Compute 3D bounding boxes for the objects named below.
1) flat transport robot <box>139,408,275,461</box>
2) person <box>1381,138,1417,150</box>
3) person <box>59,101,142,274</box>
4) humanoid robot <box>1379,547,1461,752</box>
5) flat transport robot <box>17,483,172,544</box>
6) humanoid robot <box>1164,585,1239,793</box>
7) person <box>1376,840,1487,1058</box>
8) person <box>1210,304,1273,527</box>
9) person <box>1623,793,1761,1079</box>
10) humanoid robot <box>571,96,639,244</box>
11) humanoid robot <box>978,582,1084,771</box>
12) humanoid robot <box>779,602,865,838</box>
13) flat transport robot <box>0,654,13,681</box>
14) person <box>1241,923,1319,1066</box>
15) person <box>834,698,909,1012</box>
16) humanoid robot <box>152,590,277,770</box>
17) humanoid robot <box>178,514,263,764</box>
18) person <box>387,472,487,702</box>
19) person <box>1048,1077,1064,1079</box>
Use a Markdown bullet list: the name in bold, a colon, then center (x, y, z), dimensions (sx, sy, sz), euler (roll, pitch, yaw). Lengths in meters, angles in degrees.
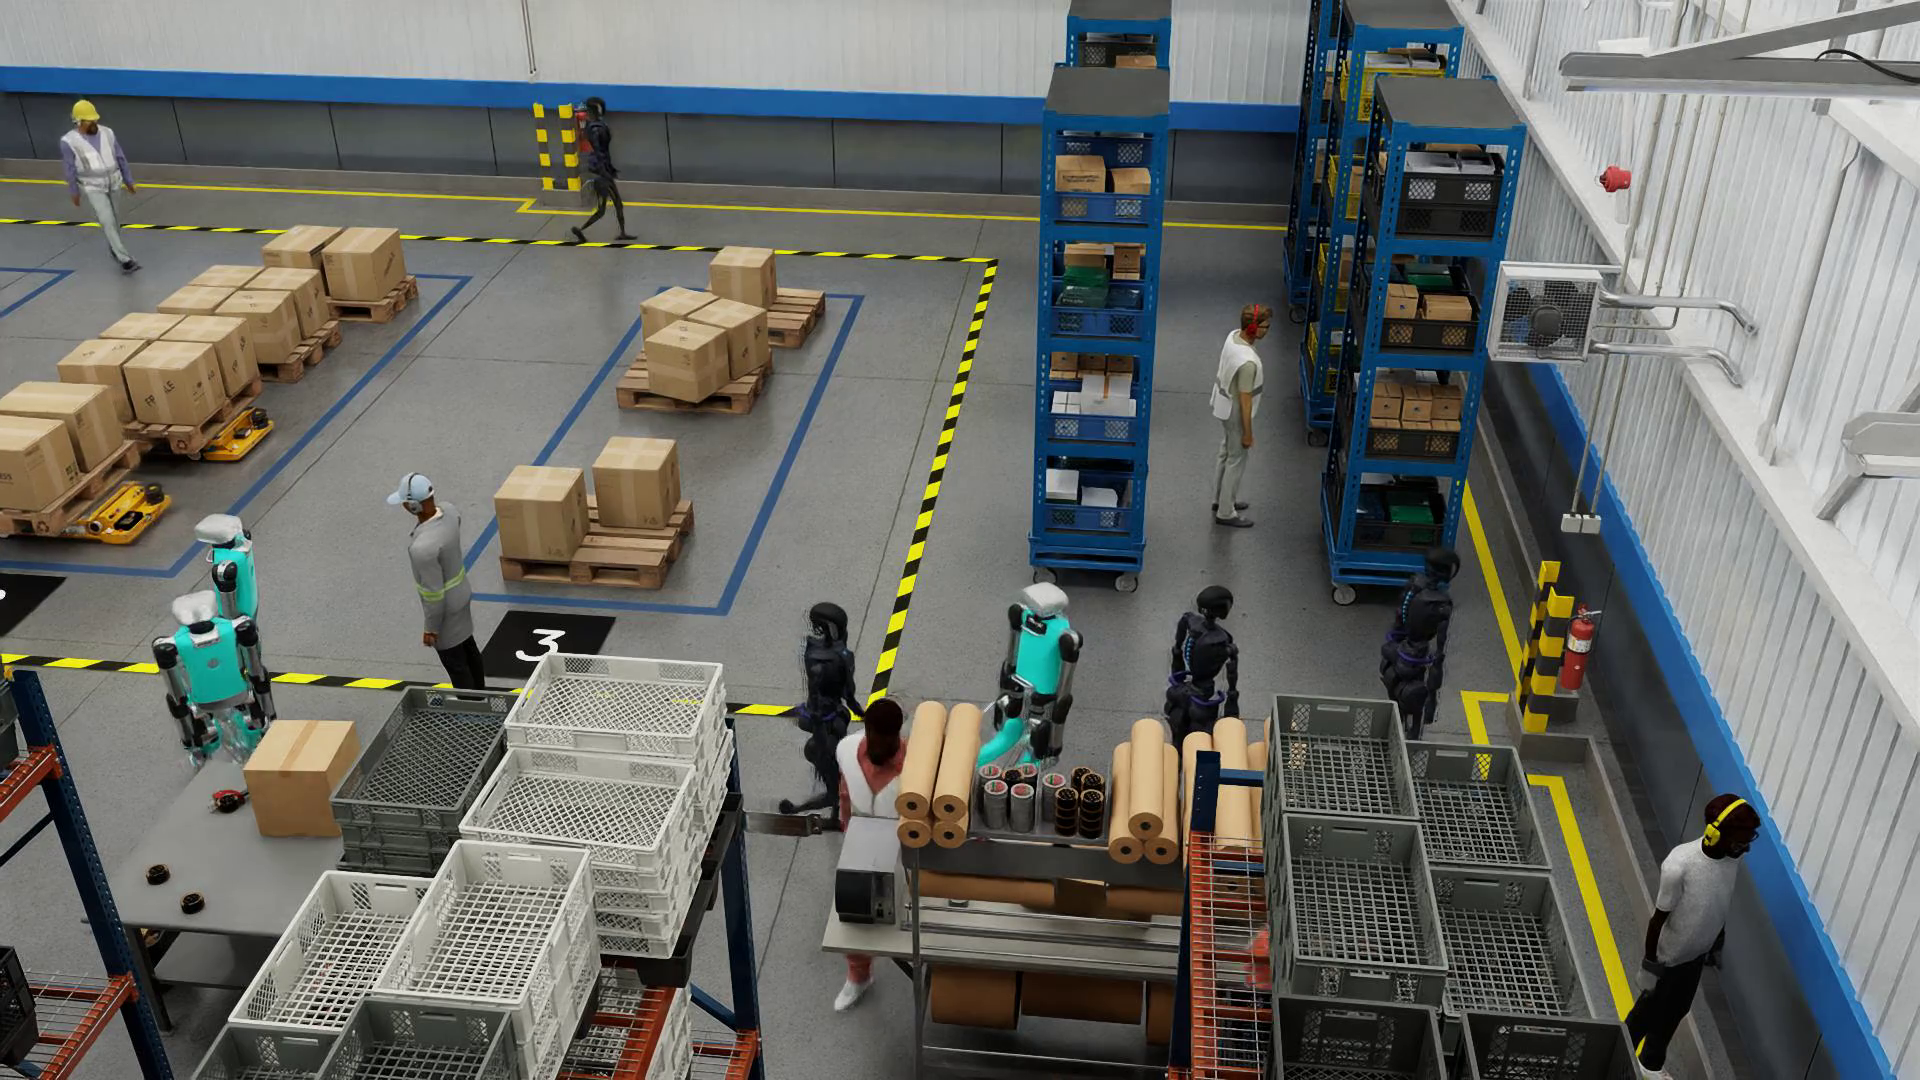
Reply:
- **flat transport robot**: center (-6.728, -0.944, 14.268), dimensions (1.431, 0.197, 0.652), euler (3, 30, 6)
- **person**: center (4.715, -3.925, 17.834), dimensions (0.505, 1.862, 0.314), euler (23, 37, 34)
- **person**: center (-9.008, -3.732, 17.570), dimensions (0.840, 1.789, 0.617), euler (19, 35, 30)
- **humanoid robot**: center (2.644, 0.783, 9.936), dimensions (0.491, 1.645, 0.614), euler (-5, 31, -9)
- **flat transport robot**: center (-7.064, -0.254, 13.083), dimensions (1.431, 0.197, 0.652), euler (3, 30, 6)
- **humanoid robot**: center (1.404, 0.960, 9.631), dimensions (0.488, 1.647, 0.585), euler (-18, 35, -28)
- **person**: center (2.142, 2.082, 7.654), dimensions (0.489, 1.718, 0.497), euler (8, 31, 13)
- **person**: center (2.132, -0.954, 12.761), dimensions (0.412, 1.830, 0.575), euler (-1, 30, -2)
- **person**: center (3.383, 1.936, 7.775), dimensions (0.511, 1.858, 0.332), euler (-14, 33, -23)
- **humanoid robot**: center (-3.980, -4.064, 18.279), dimensions (0.698, 1.636, 0.609), euler (-2, 30, -4)
- **humanoid robot**: center (0.197, 1.149, 9.293), dimensions (1.015, 1.742, 0.546), euler (-23, 37, -33)
- **humanoid robot**: center (-0.791, 1.031, 9.498), dimensions (0.464, 1.652, 0.591), euler (7, 31, 12)
- **flat transport robot**: center (-7.142, 0.969, 11.010), dimensions (1.431, 0.231, 0.659), euler (3, 30, 6)
- **person**: center (1.220, 2.314, 7.001), dimensions (0.949, 1.981, 0.626), euler (-11, 32, -18)
- **person**: center (-0.329, 1.518, 8.462), dimensions (0.599, 1.895, 0.748), euler (13, 33, 21)
- **humanoid robot**: center (-4.235, 0.976, 9.561), dimensions (0.531, 1.796, 0.794), euler (-17, 34, -26)
- **humanoid robot**: center (-4.512, 0.629, 10.005), dimensions (0.735, 1.672, 0.533), euler (-5, 31, -9)
- **person**: center (-3.261, 0.400, 10.418), dimensions (0.396, 1.847, 0.588), euler (0, 30, 1)
- **person**: center (0.336, 2.753, 6.381), dimensions (0.625, 1.844, 0.429), euler (5, 31, 9)
